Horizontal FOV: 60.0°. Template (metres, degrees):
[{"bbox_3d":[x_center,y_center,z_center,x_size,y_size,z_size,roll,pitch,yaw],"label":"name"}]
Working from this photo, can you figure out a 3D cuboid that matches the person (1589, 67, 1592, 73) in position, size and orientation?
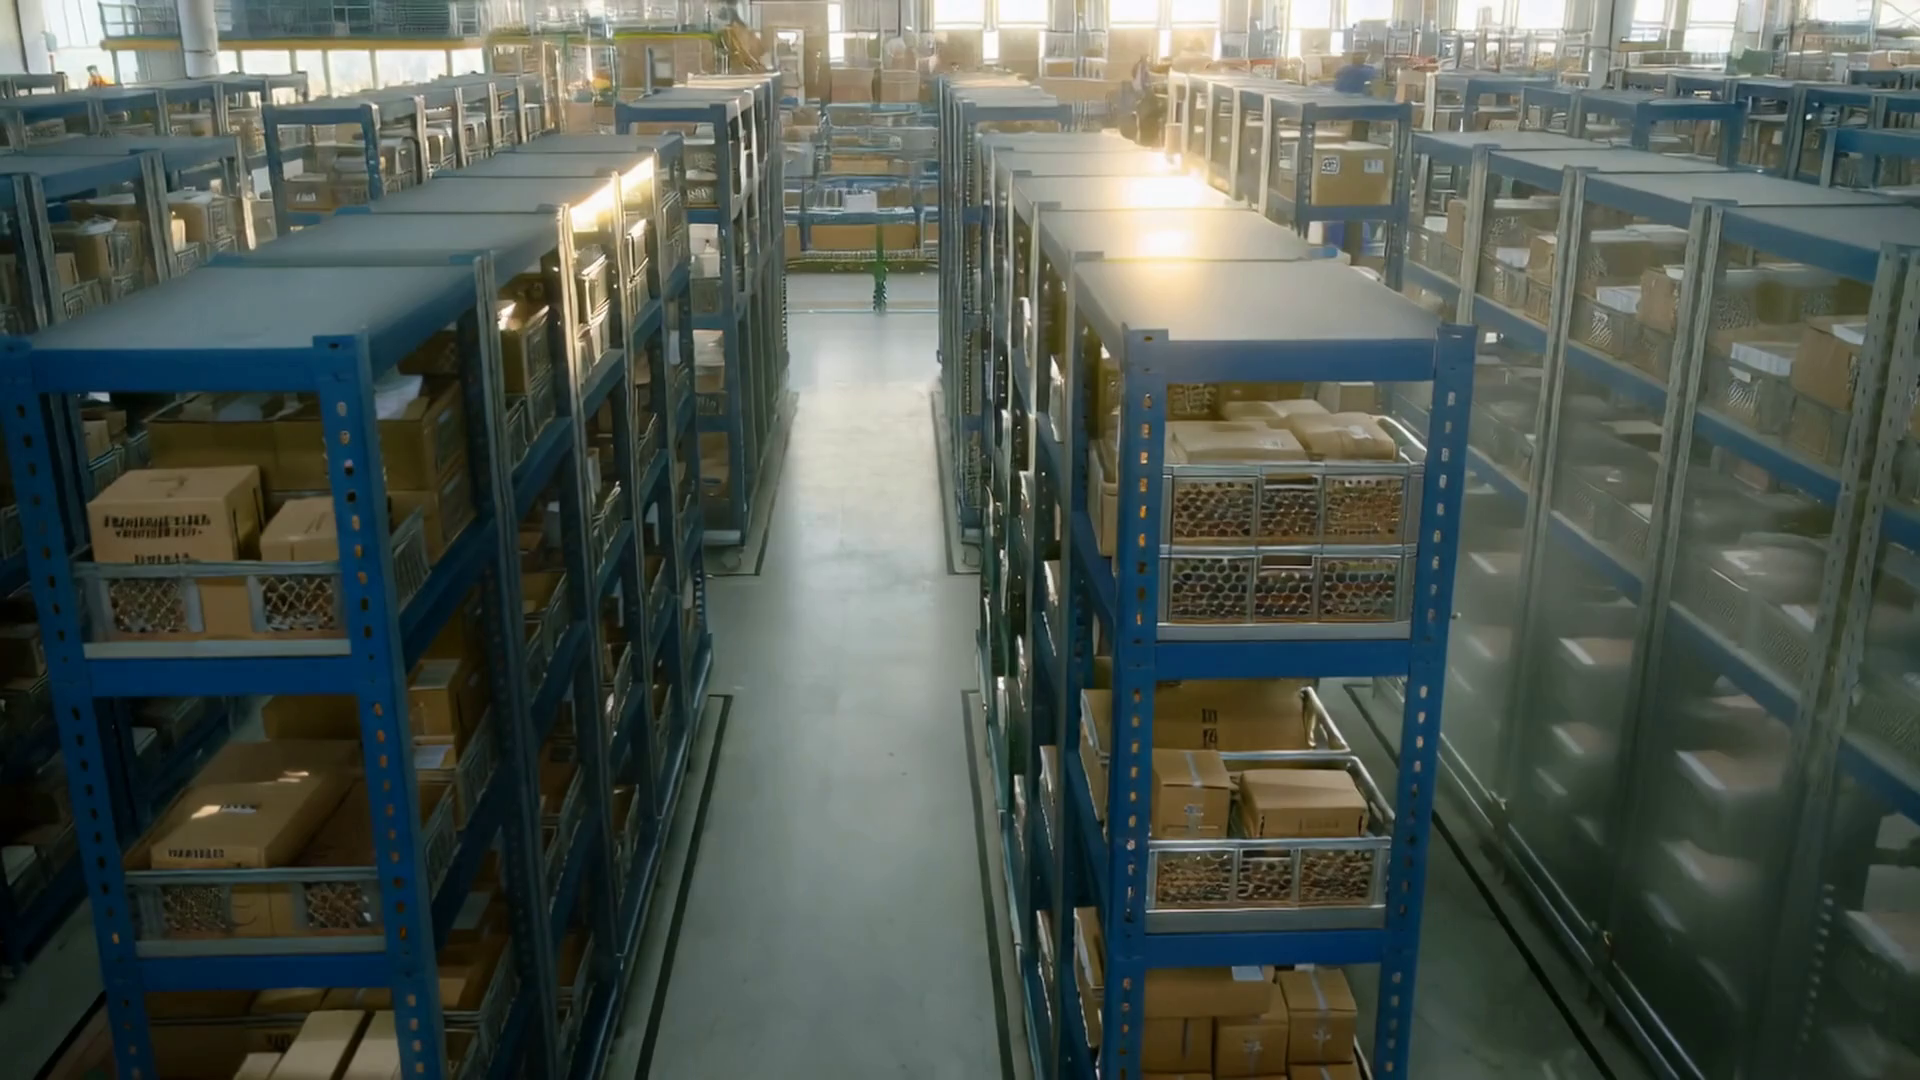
[{"bbox_3d":[30.313,-22.213,79.347,0.539,2.000,0.688,10,20,28],"label":"person"}]

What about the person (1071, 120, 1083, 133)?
[{"bbox_3d":[2.493,-8.055,35.777,0.673,1.881,0.785,2,18,7],"label":"person"}]

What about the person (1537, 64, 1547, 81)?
[{"bbox_3d":[24.159,-18.838,69.199,0.510,1.860,0.325,-9,20,-25],"label":"person"}]

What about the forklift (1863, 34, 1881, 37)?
[{"bbox_3d":[45.817,-24.194,84.132,1.129,2.768,1.873,12,21,33],"label":"forklift"}]

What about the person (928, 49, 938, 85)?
[{"bbox_3d":[-1.458,-25.702,90.353,0.670,1.907,0.636,-2,18,-7],"label":"person"}]

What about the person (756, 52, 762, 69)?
[{"bbox_3d":[-10.486,-24.406,86.448,0.886,1.854,0.581,5,18,14],"label":"person"}]

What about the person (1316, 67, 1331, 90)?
[{"bbox_3d":[14.179,-17.485,64.916,0.580,1.910,0.764,6,19,17],"label":"person"}]

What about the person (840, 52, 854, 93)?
[{"bbox_3d":[-5.635,-23.214,82.568,0.657,1.953,0.973,1,18,4],"label":"person"}]

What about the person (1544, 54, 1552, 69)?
[{"bbox_3d":[31.495,-25.175,89.115,0.850,1.663,0.525,-12,22,-33],"label":"person"}]

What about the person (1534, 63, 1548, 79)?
[{"bbox_3d":[24.734,-19.428,71.014,0.573,1.860,0.738,15,23,39],"label":"person"}]

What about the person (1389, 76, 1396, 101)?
[{"bbox_3d":[15.956,-16.143,61.029,0.534,1.748,0.548,2,18,7],"label":"person"}]

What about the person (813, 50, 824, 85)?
[{"bbox_3d":[-7.673,-25.709,90.490,0.625,1.841,0.429,-11,21,-31],"label":"person"}]

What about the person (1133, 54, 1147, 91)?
[{"bbox_3d":[9.062,-23.623,84.032,0.802,1.847,0.524,5,18,14],"label":"person"}]

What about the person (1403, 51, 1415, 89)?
[{"bbox_3d":[23.273,-24.236,85.846,0.595,1.903,0.863,-15,23,-38],"label":"person"}]

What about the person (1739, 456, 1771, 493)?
[{"bbox_3d":[6.083,-0.656,12.713,0.390,1.991,0.625,12,21,33],"label":"person"}]

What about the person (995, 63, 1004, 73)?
[{"bbox_3d":[1.816,-20.633,75.011,0.500,1.680,0.873,-7,19,-21],"label":"person"}]

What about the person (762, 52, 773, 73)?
[{"bbox_3d":[-9.884,-24.081,85.385,0.582,1.865,1.032,0,18,2],"label":"person"}]

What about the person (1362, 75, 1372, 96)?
[{"bbox_3d":[14.106,-15.049,57.386,0.609,1.911,0.587,1,18,2],"label":"person"}]

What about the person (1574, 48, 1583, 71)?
[{"bbox_3d":[34.074,-26.094,91.567,0.637,1.911,0.413,-6,19,-17],"label":"person"}]

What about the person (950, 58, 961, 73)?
[{"bbox_3d":[-0.199,-21.051,76.024,0.601,1.878,0.975,-14,23,-37],"label":"person"}]

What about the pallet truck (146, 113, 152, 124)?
[{"bbox_3d":[-18.087,-8.309,36.390,1.885,1.965,0.823,-1,18,-4],"label":"pallet truck"}]

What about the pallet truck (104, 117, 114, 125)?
[{"bbox_3d":[-18.367,-7.885,35.078,1.885,1.965,0.823,1,18,2],"label":"pallet truck"}]

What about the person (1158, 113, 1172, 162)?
[{"bbox_3d":[4.834,-9.063,38.988,0.404,1.829,0.600,8,19,22],"label":"person"}]

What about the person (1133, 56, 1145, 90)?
[{"bbox_3d":[9.099,-23.876,84.891,0.898,1.788,0.645,10,20,27],"label":"person"}]

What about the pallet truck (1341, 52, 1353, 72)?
[{"bbox_3d":[18.794,-23.123,82.231,0.823,1.965,1.885,-13,22,-35],"label":"pallet truck"}]

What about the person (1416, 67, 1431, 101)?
[{"bbox_3d":[17.975,-17.308,64.371,0.985,1.897,0.742,-2,18,-8],"label":"person"}]

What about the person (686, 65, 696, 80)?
[{"bbox_3d":[-10.817,-18.249,67.364,0.629,1.862,0.994,14,23,37],"label":"person"}]

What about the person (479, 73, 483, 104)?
[{"bbox_3d":[-17.346,-15.994,60.413,0.505,1.847,0.349,-14,23,-37],"label":"person"}]

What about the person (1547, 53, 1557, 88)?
[{"bbox_3d":[29.739,-23.420,83.309,0.655,1.903,0.910,-16,24,-41],"label":"person"}]

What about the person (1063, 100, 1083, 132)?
[{"bbox_3d":[2.684,-9.737,40.764,0.631,2.024,0.558,-2,18,-6],"label":"person"}]
